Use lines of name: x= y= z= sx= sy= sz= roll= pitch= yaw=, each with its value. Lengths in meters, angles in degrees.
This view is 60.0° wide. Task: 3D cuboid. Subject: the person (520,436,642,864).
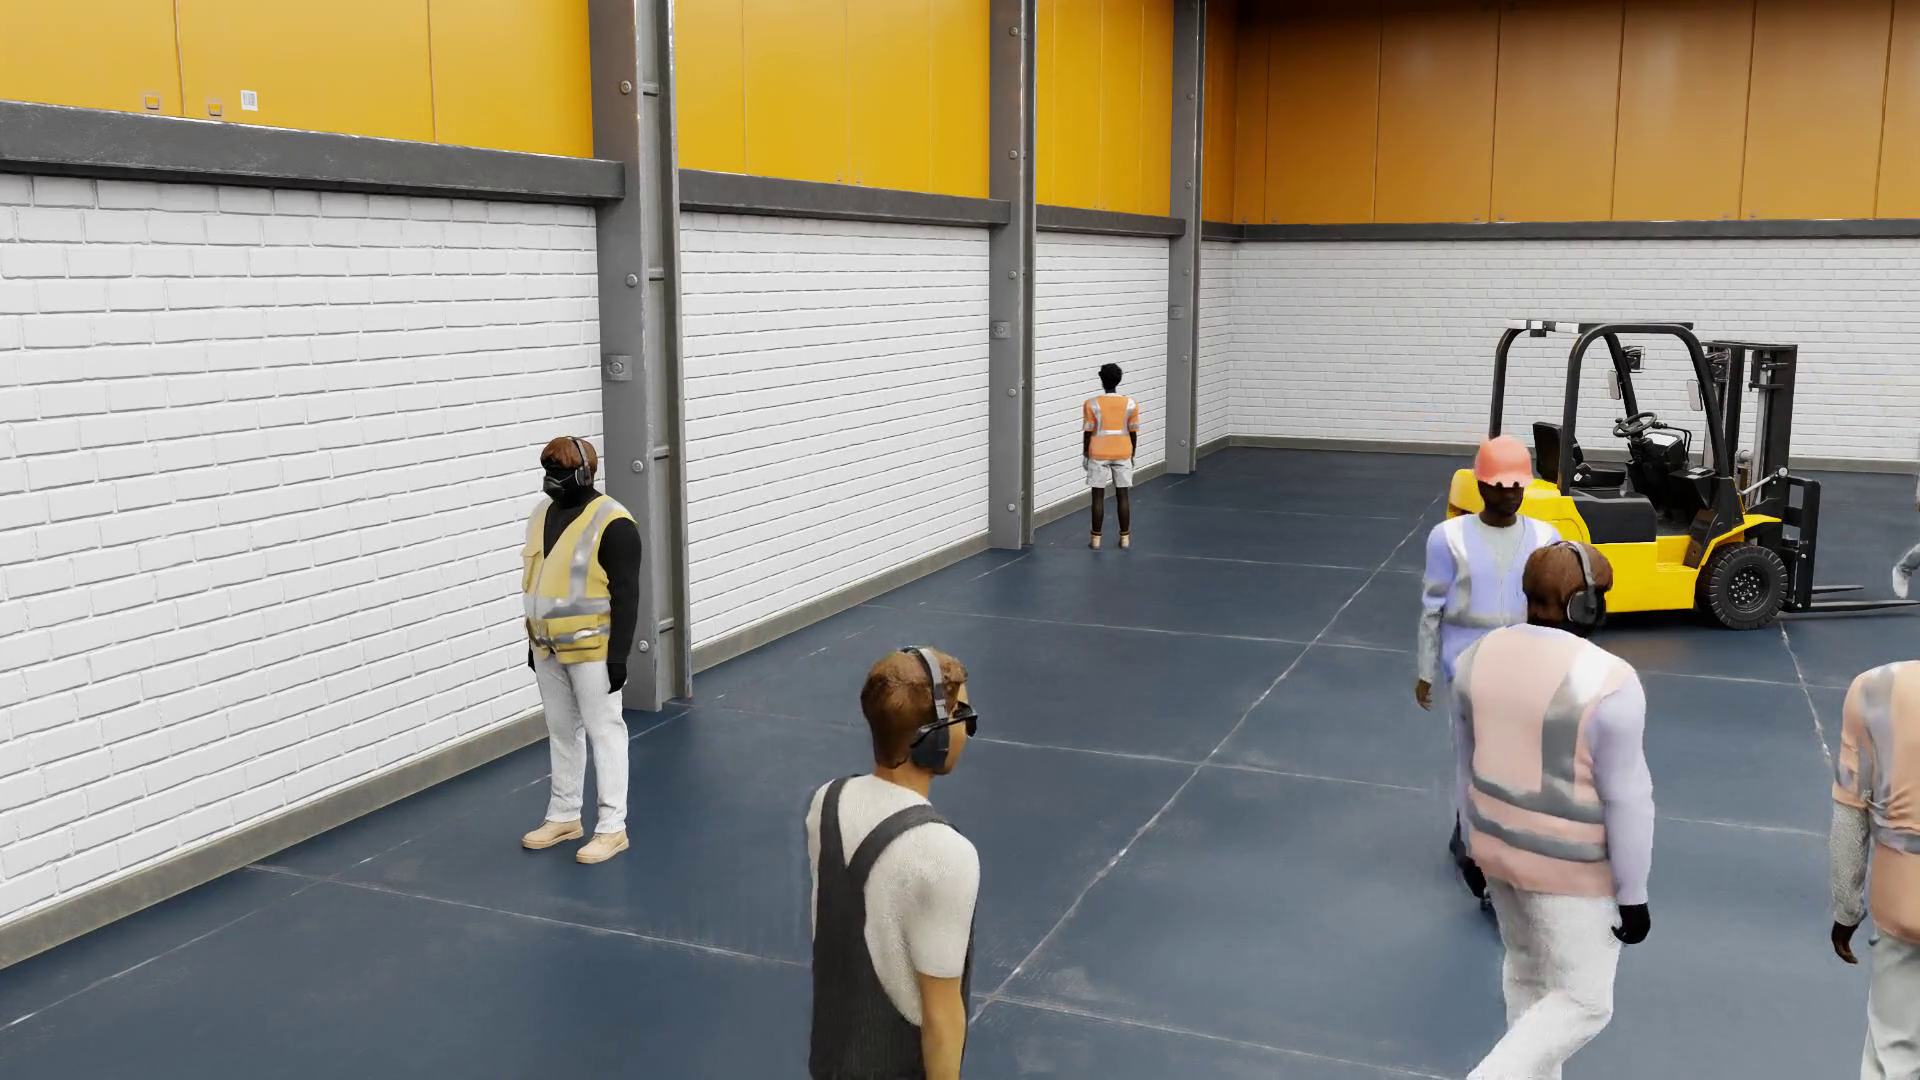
person: x=-1.665 y=0.468 z=7.207 sx=0.621 sy=1.845 sz=0.429 roll=7 pitch=11 yaw=35

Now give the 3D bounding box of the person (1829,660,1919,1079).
person: x=2.477 y=0.935 z=4.119 sx=0.382 sy=1.924 sz=0.594 roll=-9 pitch=13 yaw=-42

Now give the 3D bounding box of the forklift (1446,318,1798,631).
forklift: x=4.706 y=-0.497 z=11.990 sx=2.313 sy=2.155 sz=1.214 roll=-2 pitch=10 yaw=-10

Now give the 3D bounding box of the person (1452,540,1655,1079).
person: x=1.580 y=0.908 z=4.629 sx=0.717 sy=1.821 sz=0.636 roll=-4 pitch=10 yaw=-25

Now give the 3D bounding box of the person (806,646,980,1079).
person: x=-0.078 y=1.097 z=3.516 sx=0.945 sy=1.794 sz=0.541 roll=-9 pitch=13 yaw=-43

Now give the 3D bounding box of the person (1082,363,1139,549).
person: x=1.357 y=-0.757 z=15.097 sx=0.536 sy=1.693 sz=0.321 roll=-1 pitch=9 yaw=-9

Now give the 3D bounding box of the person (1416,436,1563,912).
person: x=2.186 y=0.519 z=6.770 sx=0.567 sy=1.882 sz=0.978 roll=0 pitch=9 yaw=0

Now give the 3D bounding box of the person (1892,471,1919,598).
person: x=7.297 y=-0.326 z=12.350 sx=0.496 sy=1.721 sz=0.489 roll=-1 pitch=9 yaw=-8
